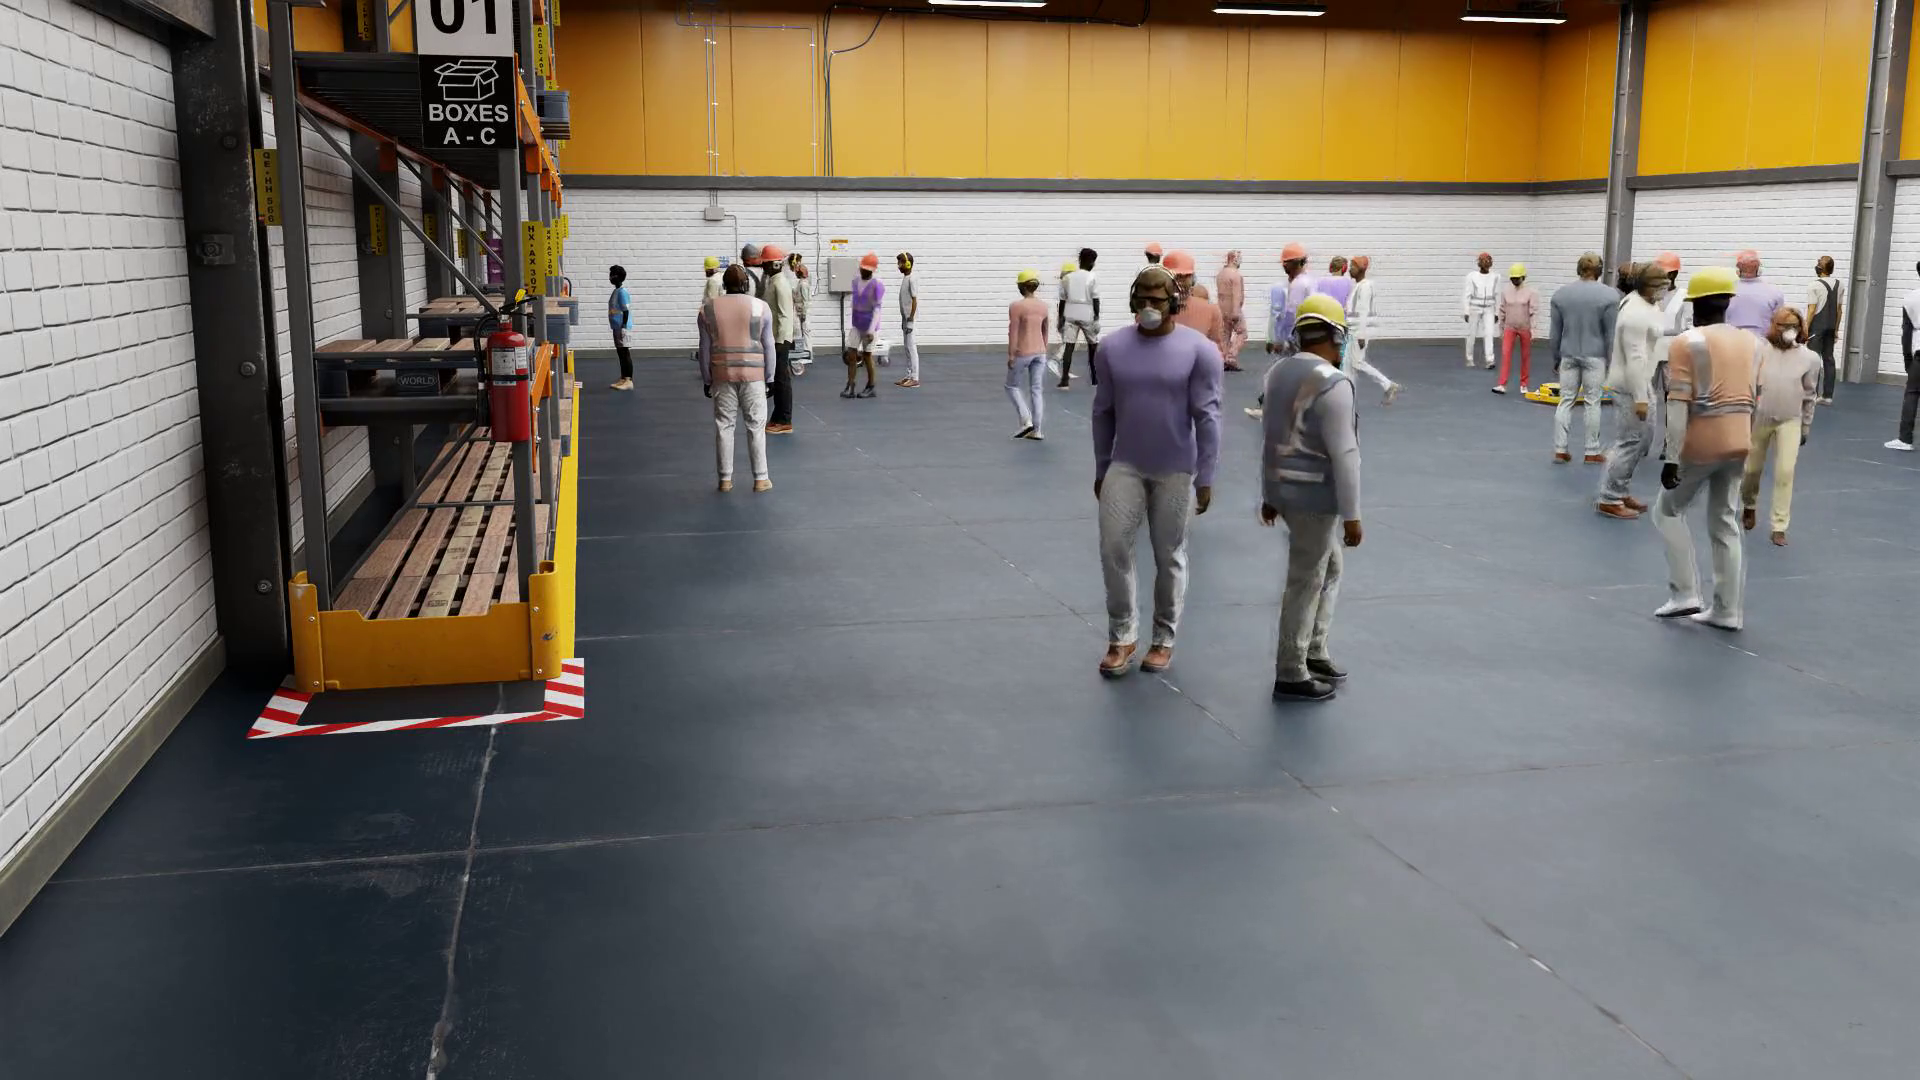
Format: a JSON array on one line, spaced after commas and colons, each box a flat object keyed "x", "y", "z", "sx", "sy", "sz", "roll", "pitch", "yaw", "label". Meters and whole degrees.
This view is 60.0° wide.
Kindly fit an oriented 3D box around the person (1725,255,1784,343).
[{"x": 7.695, "y": -1.842, "z": 16.314, "sx": 0.669, "sy": 1.891, "sz": 0.420, "roll": 5, "pitch": 11, "yaw": 26, "label": "person"}]

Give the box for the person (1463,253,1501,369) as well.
[{"x": 8.295, "y": -3.636, "z": 26.450, "sx": 0.603, "sy": 1.827, "sz": 1.006, "roll": 0, "pitch": 10, "yaw": 2, "label": "person"}]

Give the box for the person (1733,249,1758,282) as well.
[{"x": 9.661, "y": -2.614, "z": 20.524, "sx": 0.553, "sy": 1.919, "sz": 0.508, "roll": -1, "pitch": 10, "yaw": -8, "label": "person"}]

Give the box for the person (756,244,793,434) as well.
[{"x": -1.948, "y": -2.122, "z": 17.589, "sx": 0.376, "sy": 1.995, "sz": 0.611, "roll": -3, "pitch": 11, "yaw": -17, "label": "person"}]

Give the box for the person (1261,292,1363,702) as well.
[{"x": 1.620, "y": -0.188, "z": 7.404, "sx": 0.592, "sy": 1.797, "sz": 0.637, "roll": -3, "pitch": 11, "yaw": -16, "label": "person"}]

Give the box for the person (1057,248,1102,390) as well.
[{"x": 1.662, "y": -3.032, "z": 22.827, "sx": 0.701, "sy": 1.917, "sz": 0.809, "roll": 5, "pitch": 12, "yaw": 28, "label": "person"}]

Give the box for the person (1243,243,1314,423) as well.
[{"x": 3.562, "y": -2.218, "z": 18.101, "sx": 1.005, "sy": 1.995, "sz": 0.619, "roll": 3, "pitch": 11, "yaw": 17, "label": "person"}]

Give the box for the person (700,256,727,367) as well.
[{"x": -3.933, "y": -3.623, "z": 26.491, "sx": 0.450, "sy": 1.784, "sz": 0.621, "roll": 2, "pitch": 10, "yaw": 9, "label": "person"}]

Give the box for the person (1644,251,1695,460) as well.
[{"x": 6.516, "y": -1.706, "z": 15.453, "sx": 0.552, "sy": 1.932, "sz": 0.377, "roll": 8, "pitch": 13, "yaw": 37, "label": "person"}]

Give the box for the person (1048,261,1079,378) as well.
[{"x": 1.549, "y": -3.226, "z": 24.456, "sx": 0.424, "sy": 1.731, "sz": 0.490, "roll": -2, "pitch": 10, "yaw": -11, "label": "person"}]

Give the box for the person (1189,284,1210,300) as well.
[{"x": 2.163, "y": -1.585, "z": 15.640, "sx": 0.552, "sy": 1.614, "sz": 0.655, "roll": -7, "pitch": 12, "yaw": -34, "label": "person"}]

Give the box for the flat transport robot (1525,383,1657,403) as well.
[{"x": 7.928, "y": -1.858, "z": 20.903, "sx": 1.431, "sy": 0.197, "sz": 0.652, "roll": -2, "pitch": 10, "yaw": -12, "label": "flat transport robot"}]

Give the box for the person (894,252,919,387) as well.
[{"x": -0.734, "y": -3.058, "z": 23.141, "sx": 0.329, "sy": 1.865, "sz": 0.514, "roll": -2, "pitch": 10, "yaw": -12, "label": "person"}]

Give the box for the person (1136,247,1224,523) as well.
[{"x": 1.492, "y": -1.009, "z": 11.442, "sx": 0.640, "sy": 1.981, "sz": 0.519, "roll": 0, "pitch": 10, "yaw": 0, "label": "person"}]

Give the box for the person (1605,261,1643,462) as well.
[{"x": 6.112, "y": -1.620, "z": 15.234, "sx": 0.429, "sy": 1.841, "sz": 0.633, "roll": 5, "pitch": 12, "yaw": 28, "label": "person"}]

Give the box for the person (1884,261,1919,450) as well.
[{"x": 9.371, "y": -1.764, "z": 15.987, "sx": 0.375, "sy": 1.868, "sz": 0.691, "roll": -8, "pitch": 13, "yaw": -37, "label": "person"}]

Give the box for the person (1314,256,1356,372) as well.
[{"x": 4.712, "y": -2.640, "z": 20.899, "sx": 0.564, "sy": 1.837, "sz": 0.399, "roll": 6, "pitch": 12, "yaw": 30, "label": "person"}]

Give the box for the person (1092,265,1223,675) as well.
[{"x": 0.873, "y": -0.297, "z": 7.697, "sx": 0.656, "sy": 1.913, "sz": 0.672, "roll": 4, "pitch": 11, "yaw": 23, "label": "person"}]

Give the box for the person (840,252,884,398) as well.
[{"x": -1.243, "y": -2.726, "z": 21.258, "sx": 0.630, "sy": 1.874, "sz": 0.654, "roll": 7, "pitch": 13, "yaw": 35, "label": "person"}]

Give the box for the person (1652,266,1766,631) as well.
[{"x": 3.913, "y": -0.475, "z": 8.727, "sx": 0.668, "sy": 1.898, "sz": 0.540, "roll": -3, "pitch": 11, "yaw": -19, "label": "person"}]

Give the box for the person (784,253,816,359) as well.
[{"x": -2.936, "y": -3.979, "z": 28.368, "sx": 0.839, "sy": 1.828, "sz": 0.533, "roll": 0, "pitch": 10, "yaw": 1, "label": "person"}]

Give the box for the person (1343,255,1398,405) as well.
[{"x": 4.885, "y": -2.504, "z": 20.092, "sx": 0.748, "sy": 1.860, "sz": 0.584, "roll": 1, "pitch": 10, "yaw": 4, "label": "person"}]

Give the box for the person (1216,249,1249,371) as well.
[{"x": 4.220, "y": -3.541, "z": 25.760, "sx": 0.434, "sy": 1.892, "sz": 0.646, "roll": -4, "pitch": 11, "yaw": -21, "label": "person"}]

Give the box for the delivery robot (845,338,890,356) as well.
[{"x": -1.494, "y": -3.128, "z": 26.894, "sx": 0.707, "sy": 0.478, "sz": 0.477, "roll": -3, "pitch": 11, "yaw": -19, "label": "delivery robot"}]

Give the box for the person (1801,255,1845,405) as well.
[{"x": 10.647, "y": -2.584, "z": 20.562, "sx": 0.508, "sy": 1.844, "sz": 0.332, "roll": -2, "pitch": 11, "yaw": -13, "label": "person"}]

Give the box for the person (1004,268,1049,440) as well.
[{"x": 0.695, "y": -1.888, "z": 16.965, "sx": 0.545, "sy": 1.750, "sz": 0.400, "roll": -7, "pitch": 13, "yaw": -36, "label": "person"}]

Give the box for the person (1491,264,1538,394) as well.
[{"x": 7.327, "y": -2.760, "z": 21.874, "sx": 0.551, "sy": 1.707, "sz": 0.883, "roll": 7, "pitch": 12, "yaw": 35, "label": "person"}]

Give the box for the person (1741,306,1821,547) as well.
[{"x": 5.565, "y": -0.802, "z": 11.367, "sx": 0.491, "sy": 1.603, "sz": 0.804, "roll": 4, "pitch": 11, "yaw": 20, "label": "person"}]

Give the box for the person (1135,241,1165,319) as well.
[{"x": 2.976, "y": -3.627, "z": 25.909, "sx": 0.573, "sy": 2.048, "sz": 0.617, "roll": -7, "pitch": 12, "yaw": -33, "label": "person"}]

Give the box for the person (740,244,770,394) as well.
[{"x": -2.774, "y": -2.945, "z": 22.023, "sx": 0.686, "sy": 2.000, "sz": 1.039, "roll": -10, "pitch": 14, "yaw": -43, "label": "person"}]

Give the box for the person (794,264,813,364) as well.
[{"x": -2.578, "y": -3.713, "z": 27.404, "sx": 0.314, "sy": 1.636, "sz": 0.515, "roll": -2, "pitch": 10, "yaw": -8, "label": "person"}]

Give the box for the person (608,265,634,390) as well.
[{"x": -4.633, "y": -2.890, "z": 22.672, "sx": 0.316, "sy": 1.695, "sz": 0.542, "roll": -5, "pitch": 11, "yaw": -24, "label": "person"}]

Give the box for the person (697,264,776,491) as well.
[{"x": -1.797, "y": -1.308, "z": 13.508, "sx": 0.623, "sy": 1.844, "sz": 0.429, "roll": 0, "pitch": 10, "yaw": 0, "label": "person"}]

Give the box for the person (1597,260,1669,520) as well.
[{"x": 4.890, "y": -1.073, "z": 12.053, "sx": 0.446, "sy": 1.895, "sz": 0.678, "roll": 6, "pitch": 12, "yaw": 28, "label": "person"}]

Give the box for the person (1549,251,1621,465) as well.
[{"x": 5.668, "y": -1.647, "z": 15.117, "sx": 0.634, "sy": 1.938, "sz": 0.353, "roll": 9, "pitch": 13, "yaw": 40, "label": "person"}]

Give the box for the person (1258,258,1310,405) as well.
[{"x": 3.737, "y": -2.308, "z": 18.840, "sx": 0.564, "sy": 1.916, "sz": 0.500, "roll": -9, "pitch": 13, "yaw": -40, "label": "person"}]
